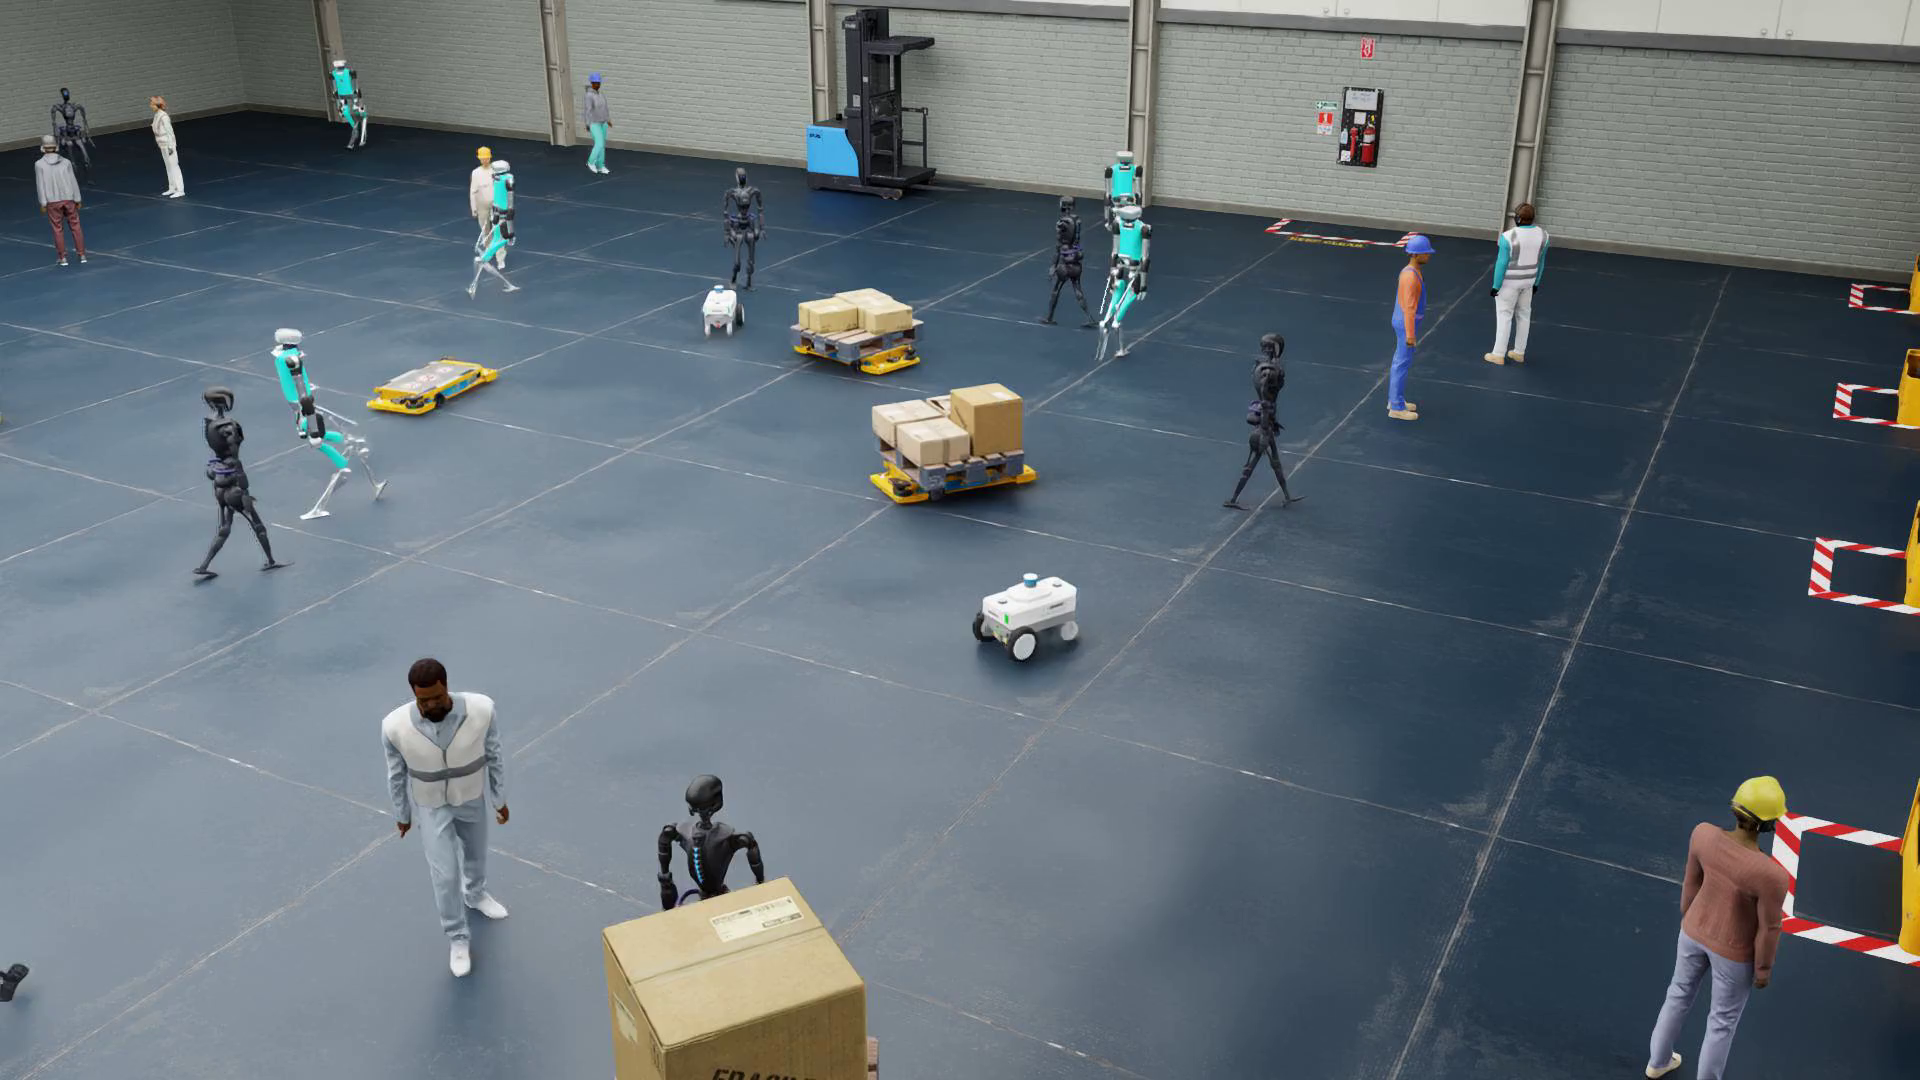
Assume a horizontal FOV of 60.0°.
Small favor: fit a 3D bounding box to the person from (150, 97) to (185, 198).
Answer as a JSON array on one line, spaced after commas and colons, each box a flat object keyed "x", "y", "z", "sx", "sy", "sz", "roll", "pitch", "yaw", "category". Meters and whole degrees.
[{"x": -13.173, "y": -6.527, "z": 27.615, "sx": 0.313, "sy": 1.641, "sz": 0.514, "roll": -19, "pitch": 30, "yaw": -37, "category": "person"}]

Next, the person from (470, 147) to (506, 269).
[{"x": -6.617, "y": -4.705, "z": 23.364, "sx": 0.469, "sy": 1.661, "sz": 0.873, "roll": -6, "pitch": 24, "yaw": -14, "category": "person"}]

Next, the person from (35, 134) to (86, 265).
[{"x": -12.633, "y": -4.778, "z": 23.341, "sx": 0.545, "sy": 1.806, "sz": 0.378, "roll": -19, "pitch": 30, "yaw": -37, "category": "person"}]

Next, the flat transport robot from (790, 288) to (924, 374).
[{"x": -1.198, "y": -2.204, "z": 19.295, "sx": 1.431, "sy": 0.231, "sz": 0.659, "roll": 20, "pitch": 30, "yaw": 39, "category": "flat transport robot"}]

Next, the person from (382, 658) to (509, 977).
[{"x": -2.753, "y": 1.377, "z": 8.961, "sx": 0.596, "sy": 1.856, "sz": 0.713, "roll": -11, "pitch": 26, "yaw": -24, "category": "person"}]

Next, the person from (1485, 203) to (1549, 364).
[{"x": 6.332, "y": -2.924, "z": 18.977, "sx": 0.635, "sy": 1.841, "sz": 0.429, "roll": -8, "pitch": 24, "yaw": -17, "category": "person"}]

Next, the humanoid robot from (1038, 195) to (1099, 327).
[{"x": 1.339, "y": -3.408, "z": 20.376, "sx": 0.783, "sy": 1.628, "sz": 0.600, "roll": 15, "pitch": 27, "yaw": 31, "category": "humanoid robot"}]

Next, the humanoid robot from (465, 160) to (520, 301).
[{"x": -6.195, "y": -3.988, "z": 21.618, "sx": 0.946, "sy": 1.786, "sz": 0.564, "roll": -17, "pitch": 29, "yaw": -35, "category": "humanoid robot"}]

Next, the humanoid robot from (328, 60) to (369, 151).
[{"x": -11.469, "y": -8.192, "z": 31.378, "sx": 0.561, "sy": 1.732, "sz": 1.030, "roll": 1, "pitch": 23, "yaw": 1, "category": "humanoid robot"}]

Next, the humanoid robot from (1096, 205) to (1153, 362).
[{"x": 1.810, "y": -2.836, "z": 19.055, "sx": 0.544, "sy": 1.900, "sz": 0.724, "roll": 20, "pitch": 30, "yaw": 39, "category": "humanoid robot"}]

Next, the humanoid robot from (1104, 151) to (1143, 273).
[{"x": 2.248, "y": -4.244, "z": 22.225, "sx": 0.530, "sy": 1.773, "sz": 0.990, "roll": -4, "pitch": 24, "yaw": -9, "category": "humanoid robot"}]

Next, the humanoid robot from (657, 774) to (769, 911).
[{"x": -1.167, "y": 1.854, "z": 8.086, "sx": 0.609, "sy": 1.639, "sz": 0.613, "roll": 5, "pitch": 24, "yaw": 11, "category": "humanoid robot"}]

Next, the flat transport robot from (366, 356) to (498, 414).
[{"x": -5.726, "y": -1.683, "z": 18.081, "sx": 0.659, "sy": 0.231, "sz": 1.431, "roll": 8, "pitch": 25, "yaw": 19, "category": "flat transport robot"}]

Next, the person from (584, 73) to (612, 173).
[{"x": -6.391, "y": -7.355, "z": 29.391, "sx": 0.421, "sy": 1.765, "sz": 0.528, "roll": 10, "pitch": 25, "yaw": 22, "category": "person"}]

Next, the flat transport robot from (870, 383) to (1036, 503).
[{"x": -0.084, "y": -0.649, "z": 15.674, "sx": 1.431, "sy": 0.231, "sz": 0.659, "roll": -11, "pitch": 26, "yaw": -24, "category": "flat transport robot"}]

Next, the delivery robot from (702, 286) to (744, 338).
[{"x": -2.931, "y": -2.824, "z": 20.350, "sx": 0.499, "sy": 0.575, "sz": 0.757, "roll": -1, "pitch": 23, "yaw": -1, "category": "delivery robot"}]

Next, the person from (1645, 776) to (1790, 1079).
[{"x": 3.623, "y": 1.894, "z": 7.872, "sx": 0.340, "sy": 1.758, "sz": 0.519, "roll": -12, "pitch": 26, "yaw": -26, "category": "person"}]

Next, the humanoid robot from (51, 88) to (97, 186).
[{"x": -15.132, "y": -6.867, "z": 28.369, "sx": 0.600, "sy": 1.643, "sz": 0.457, "roll": -18, "pitch": 29, "yaw": -35, "category": "humanoid robot"}]

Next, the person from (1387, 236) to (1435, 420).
[{"x": 4.654, "y": -2.207, "z": 17.224, "sx": 0.363, "sy": 1.910, "sz": 0.515, "roll": 5, "pitch": 24, "yaw": 12, "category": "person"}]

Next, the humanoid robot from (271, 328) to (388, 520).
[{"x": -5.533, "y": -1.080, "z": 14.840, "sx": 0.958, "sy": 1.777, "sz": 0.551, "roll": -16, "pitch": 28, "yaw": -32, "category": "humanoid robot"}]

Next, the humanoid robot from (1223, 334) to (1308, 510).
[{"x": 2.771, "y": -1.032, "z": 14.815, "sx": 0.734, "sy": 1.626, "sz": 0.584, "roll": 7, "pitch": 24, "yaw": 15, "category": "humanoid robot"}]

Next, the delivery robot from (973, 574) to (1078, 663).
[{"x": 0.521, "y": 0.543, "z": 12.527, "sx": 0.791, "sy": 0.587, "sz": 0.499, "roll": -16, "pitch": 28, "yaw": -32, "category": "delivery robot"}]

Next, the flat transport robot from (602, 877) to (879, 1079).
[{"x": -0.974, "y": 2.838, "z": 7.556, "sx": 0.659, "sy": 0.231, "sz": 1.431, "roll": -1, "pitch": 23, "yaw": -1, "category": "flat transport robot"}]

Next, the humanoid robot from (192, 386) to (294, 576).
[{"x": -5.976, "y": -0.463, "z": 13.544, "sx": 0.770, "sy": 1.643, "sz": 0.607, "roll": -18, "pitch": 29, "yaw": -36, "category": "humanoid robot"}]

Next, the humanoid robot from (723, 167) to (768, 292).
[{"x": -2.845, "y": -4.087, "z": 21.902, "sx": 0.590, "sy": 1.647, "sz": 0.367, "roll": -11, "pitch": 26, "yaw": -24, "category": "humanoid robot"}]

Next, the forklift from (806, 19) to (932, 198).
[{"x": -1.573, "y": -7.292, "z": 27.850, "sx": 1.873, "sy": 2.768, "sz": 1.129, "roll": 12, "pitch": 26, "yaw": 25, "category": "forklift"}]

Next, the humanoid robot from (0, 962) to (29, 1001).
[{"x": -5.193, "y": 1.775, "z": 8.316, "sx": 0.603, "sy": 1.649, "sz": 0.723, "roll": 11, "pitch": 26, "yaw": 24, "category": "humanoid robot"}]
